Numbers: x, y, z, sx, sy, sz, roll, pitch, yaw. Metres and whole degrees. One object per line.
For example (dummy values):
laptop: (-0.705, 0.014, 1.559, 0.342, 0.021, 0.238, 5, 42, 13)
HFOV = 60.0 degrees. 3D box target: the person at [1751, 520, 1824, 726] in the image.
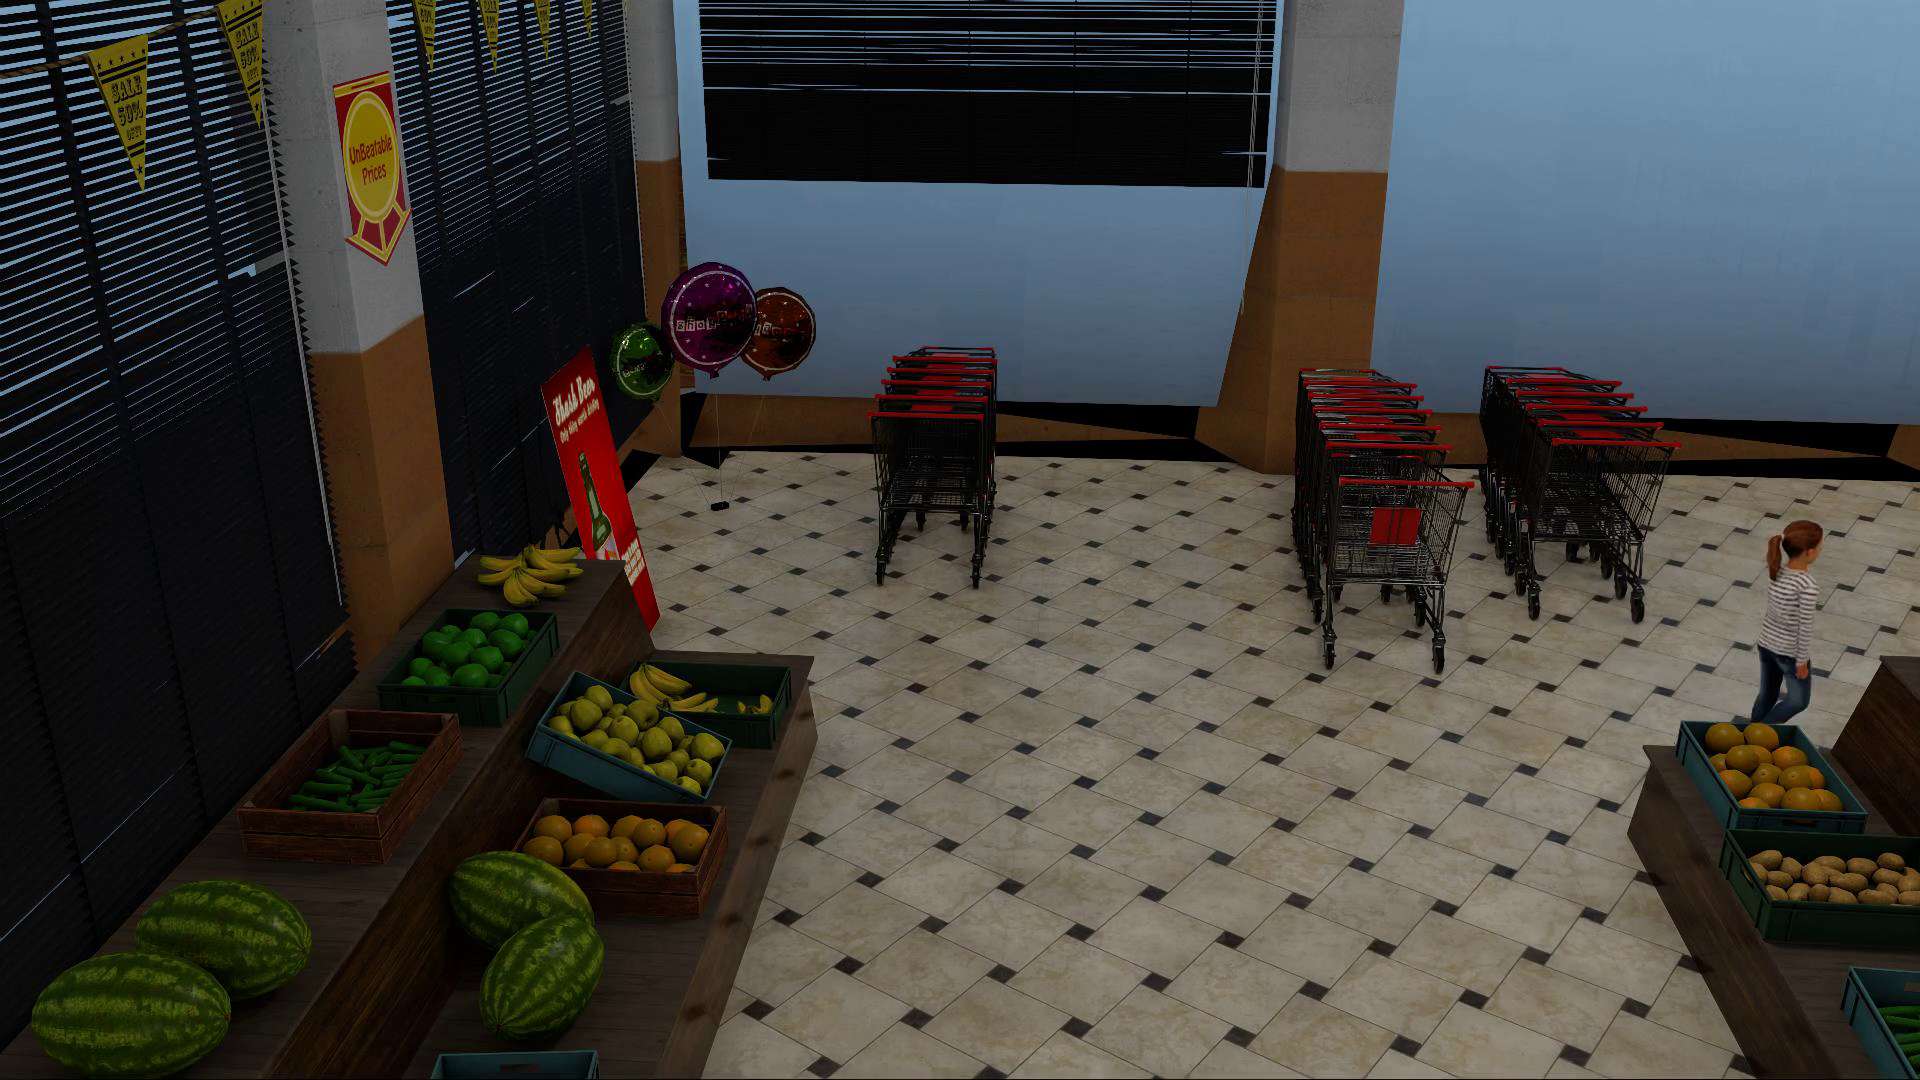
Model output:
person: (3.918, 0.538, 8.025, 0.616, 1.311, 0.560, -4, 22, -9)
